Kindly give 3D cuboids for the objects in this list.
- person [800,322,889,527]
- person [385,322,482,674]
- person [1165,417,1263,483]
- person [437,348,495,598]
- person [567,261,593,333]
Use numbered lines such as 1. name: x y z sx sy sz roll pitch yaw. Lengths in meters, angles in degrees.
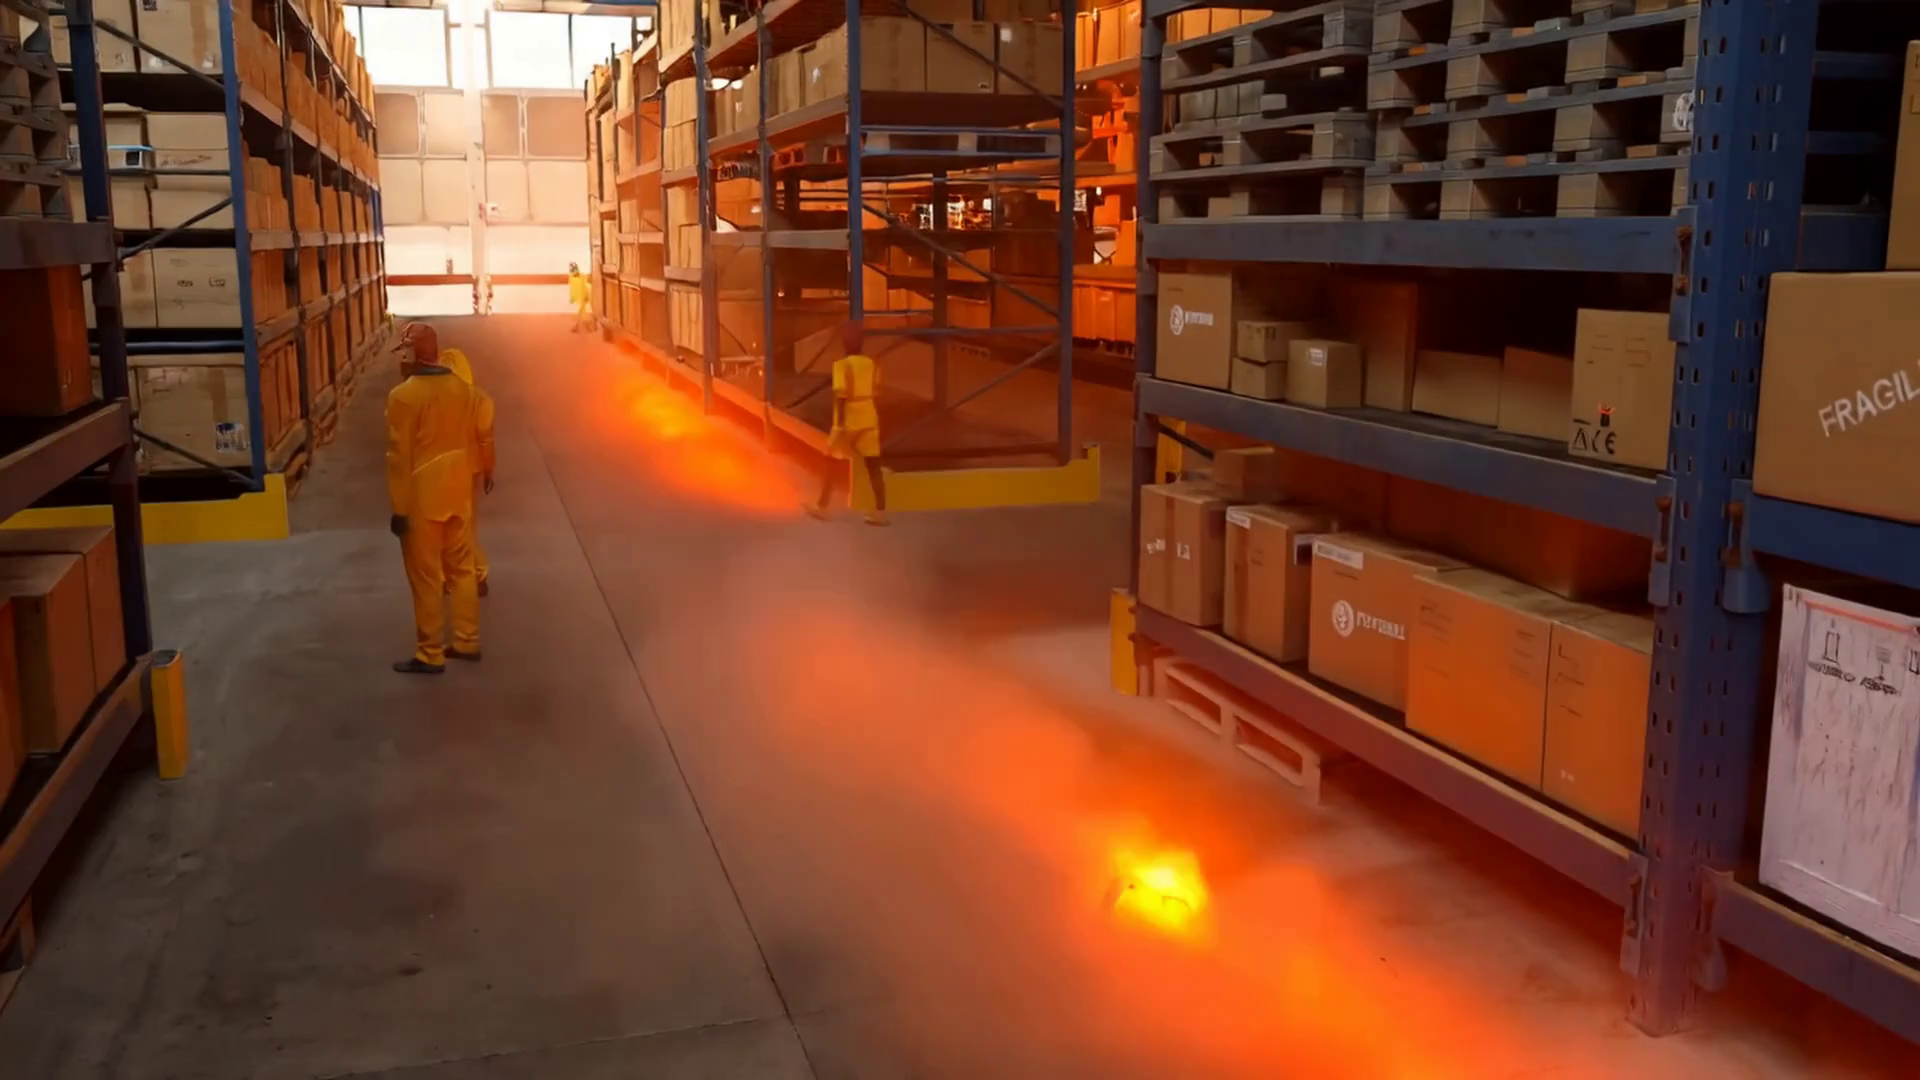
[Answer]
1. person: -0.915 -0.950 13.632 0.863 1.654 0.543 9 14 40
2. person: -2.887 -0.228 9.025 0.399 1.899 0.649 4 11 20
3. person: 1.590 -0.468 10.487 0.624 1.844 0.430 -1 10 -3
4. person: -3.278 -0.430 10.839 0.497 1.635 0.286 0 10 -2
5. person: -9.405 -6.033 41.234 0.610 1.772 0.969 5 12 27
